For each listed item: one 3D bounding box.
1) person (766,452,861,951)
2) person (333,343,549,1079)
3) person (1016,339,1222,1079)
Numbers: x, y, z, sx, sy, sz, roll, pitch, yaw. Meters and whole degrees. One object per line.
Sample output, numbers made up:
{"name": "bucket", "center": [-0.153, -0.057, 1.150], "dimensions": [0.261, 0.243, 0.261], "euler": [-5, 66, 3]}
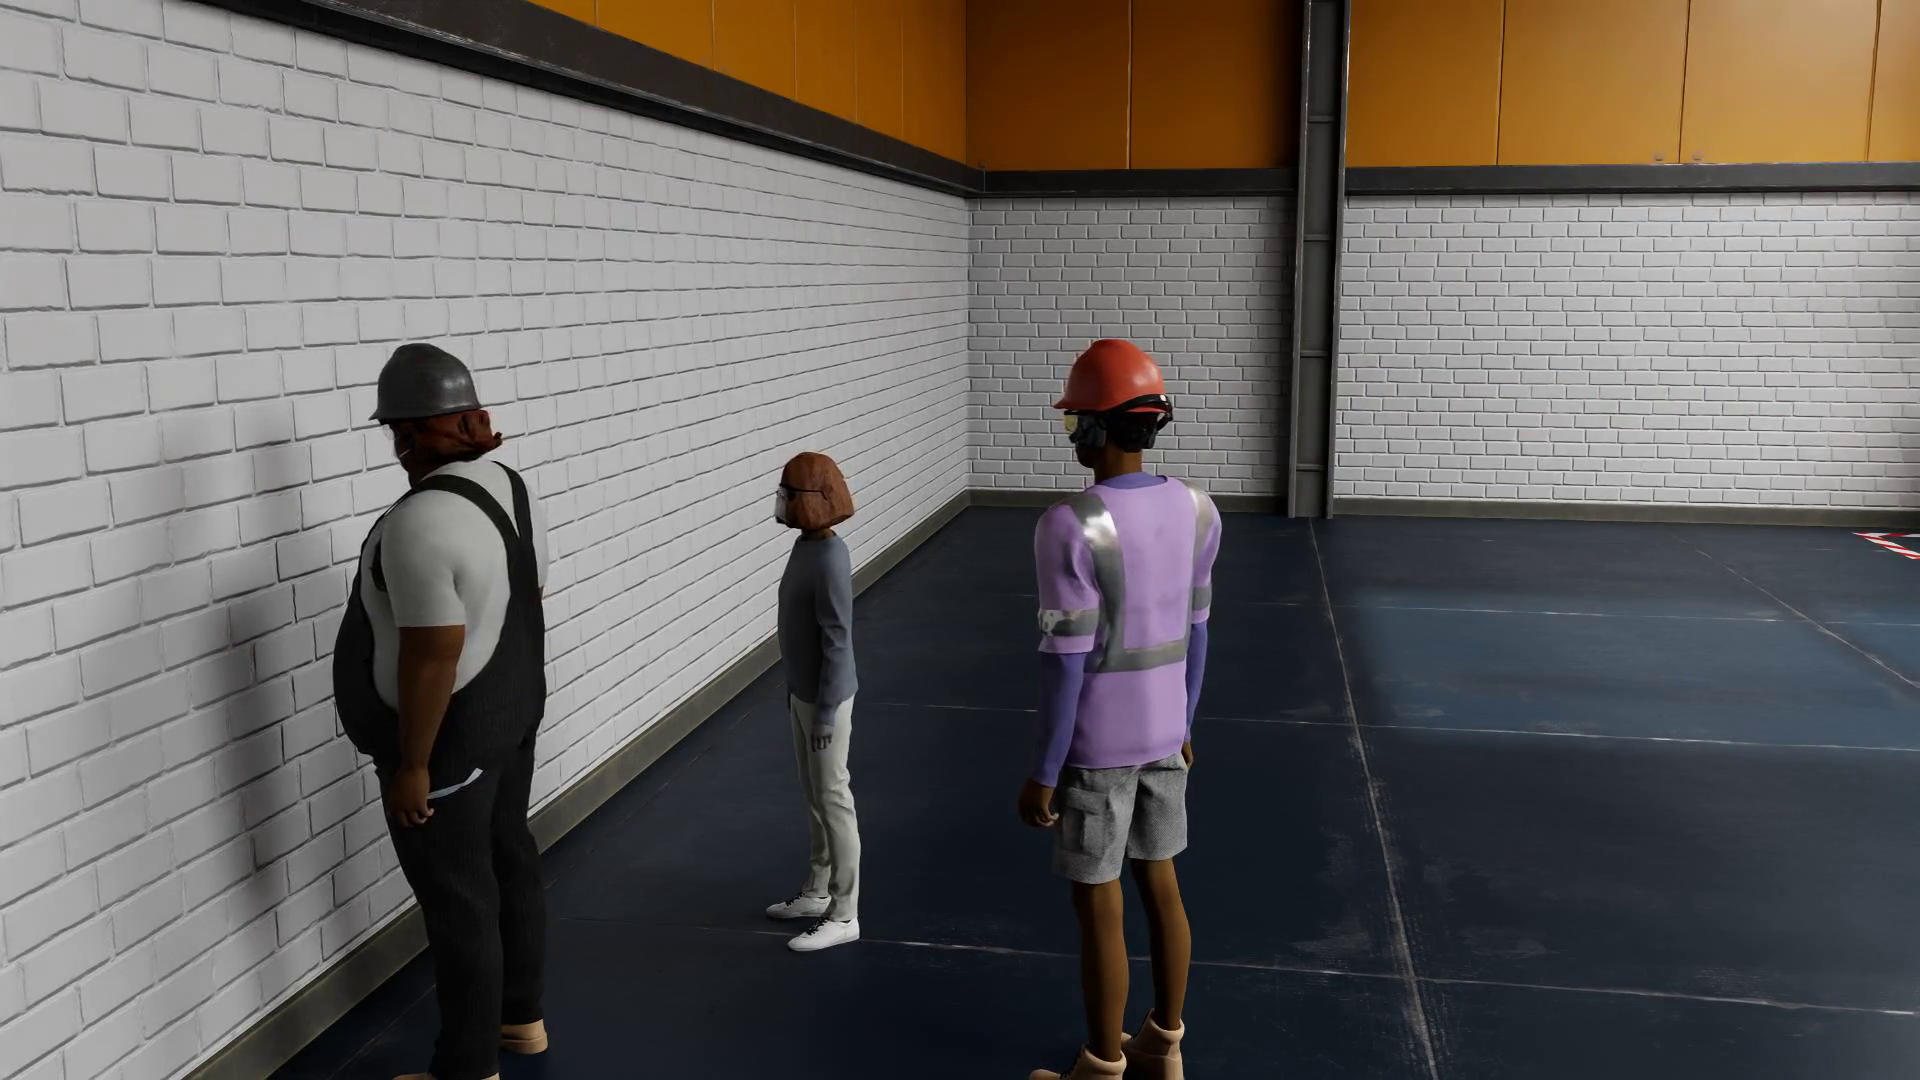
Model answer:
{"name": "person", "center": [-0.483, 0.523, 5.491], "dimensions": [0.280, 1.636, 0.500], "euler": [-3, 10, -18]}
{"name": "person", "center": [-1.389, 0.489, 4.448], "dimensions": [0.536, 2.000, 0.686], "euler": [1, 9, 8]}
{"name": "person", "center": [0.392, 0.507, 4.329], "dimensions": [0.605, 2.045, 0.377], "euler": [-8, 12, -42]}
